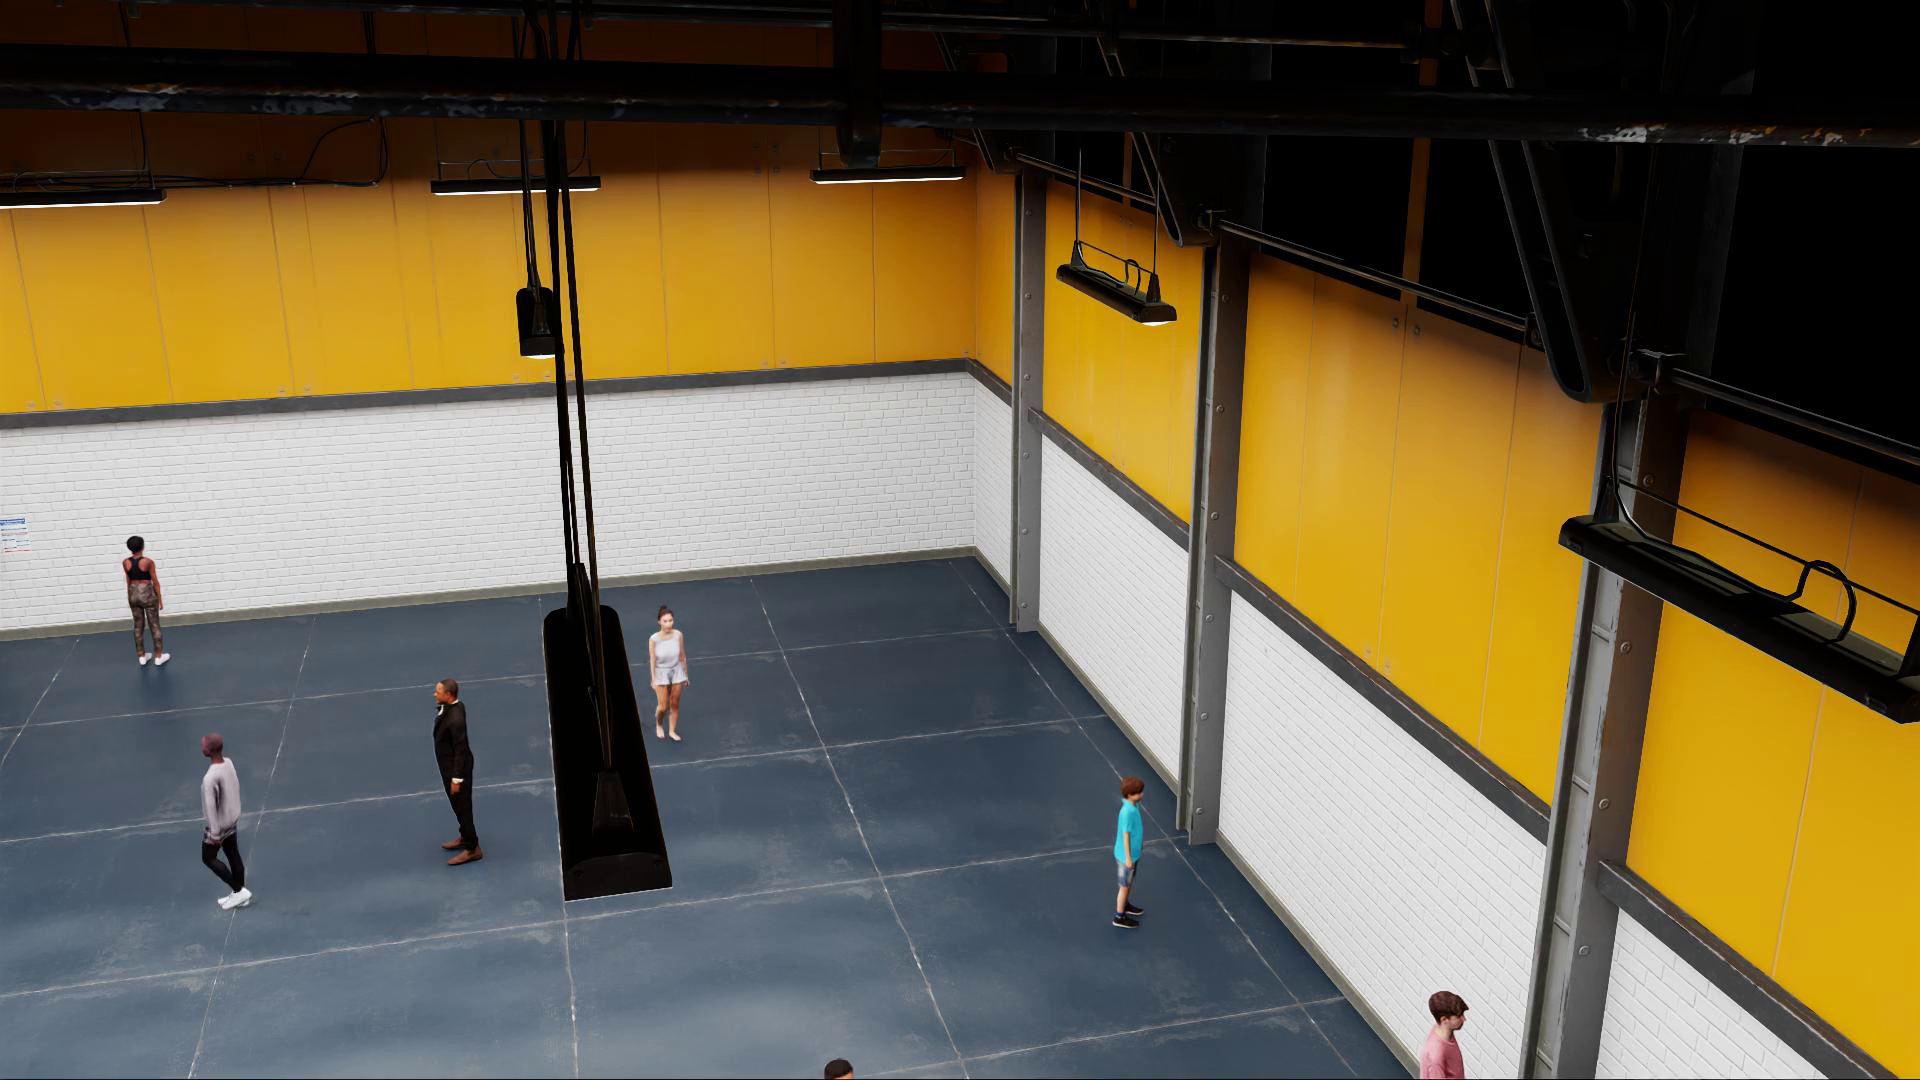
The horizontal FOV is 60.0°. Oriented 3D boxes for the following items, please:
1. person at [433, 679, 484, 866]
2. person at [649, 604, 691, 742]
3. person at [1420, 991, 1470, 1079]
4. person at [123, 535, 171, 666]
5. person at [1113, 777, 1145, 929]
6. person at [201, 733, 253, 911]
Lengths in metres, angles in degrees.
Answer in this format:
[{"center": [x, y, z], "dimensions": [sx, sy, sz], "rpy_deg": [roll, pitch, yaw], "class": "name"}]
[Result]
[{"center": [-4.939, 2.241, 16.325], "dimensions": [0.768, 1.905, 0.580], "rpy_deg": [-7, 20, -20], "class": "person"}, {"center": [-3.356, 1.512, 18.966], "dimensions": [0.640, 1.601, 0.647], "rpy_deg": [-12, 22, -32], "class": "person"}, {"center": [3.213, 3.913, 11.276], "dimensions": [0.775, 1.958, 0.667], "rpy_deg": [6, 20, 17], "class": "person"}, {"center": [-10.348, 0.754, 21.063], "dimensions": [0.611, 1.699, 0.600], "rpy_deg": [0, 19, -1], "class": "person"}, {"center": [1.527, 2.833, 15.285], "dimensions": [0.672, 1.446, 0.584], "rpy_deg": [6, 20, 18], "class": "person"}, {"center": [-6.747, 2.617, 15.423], "dimensions": [0.772, 1.767, 0.632], "rpy_deg": [0, 19, 1], "class": "person"}]
